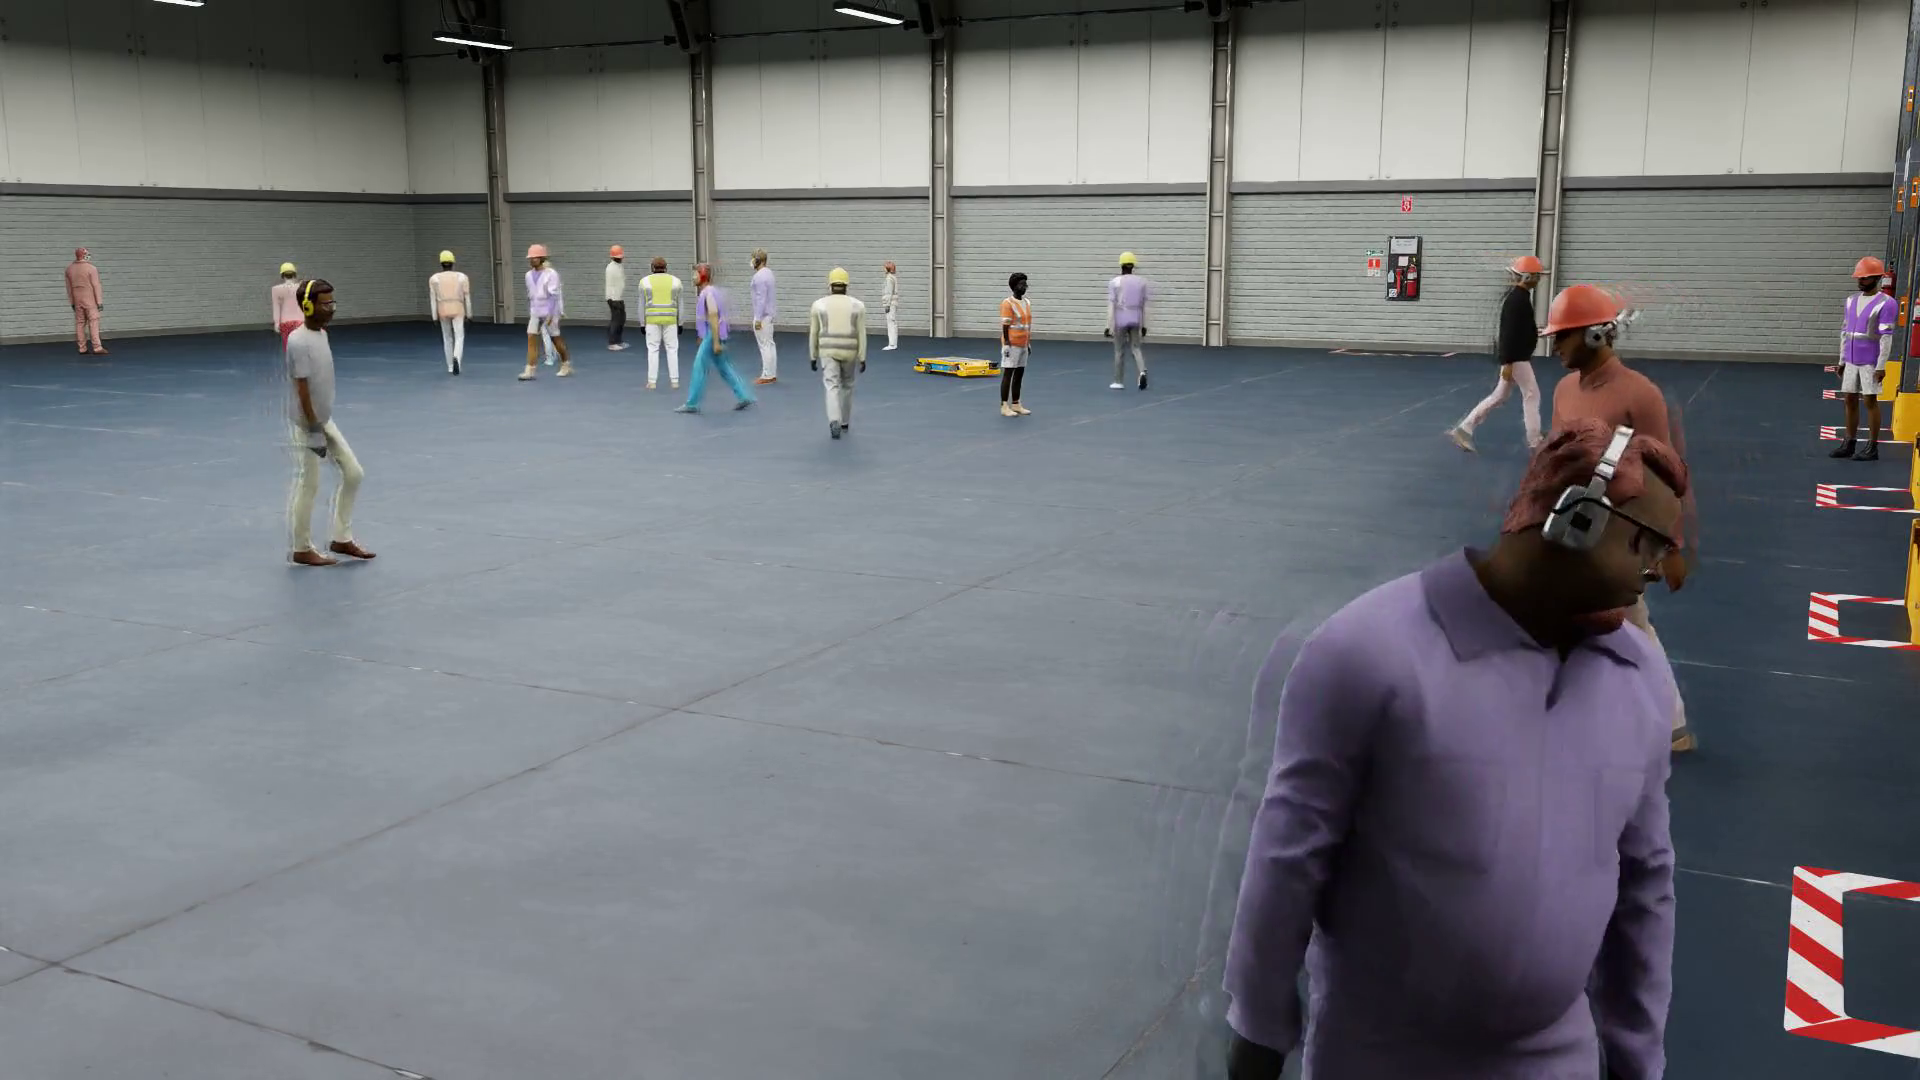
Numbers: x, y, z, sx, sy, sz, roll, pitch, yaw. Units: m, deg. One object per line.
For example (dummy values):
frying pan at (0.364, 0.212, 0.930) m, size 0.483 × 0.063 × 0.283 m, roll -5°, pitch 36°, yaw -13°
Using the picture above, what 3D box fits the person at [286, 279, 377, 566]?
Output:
person at (-4.046, -0.737, 10.659) m, size 0.647 × 1.845 × 0.570 m, roll 0°, pitch 10°, yaw 1°

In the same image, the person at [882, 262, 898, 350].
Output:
person at (-1.299, -4.362, 31.015) m, size 0.306 × 1.639 × 0.523 m, roll 1°, pitch 10°, yaw 6°

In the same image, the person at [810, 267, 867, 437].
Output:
person at (-1.295, -1.998, 17.698) m, size 0.598 × 1.796 × 0.889 m, roll -1°, pitch 10°, yaw -6°

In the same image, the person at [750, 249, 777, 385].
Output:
person at (-2.806, -3.173, 23.715) m, size 0.355 × 1.936 × 0.635 m, roll 1°, pitch 10°, yaw 6°

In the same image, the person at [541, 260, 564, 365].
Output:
person at (-6.855, -3.773, 27.556) m, size 0.508 × 1.720 × 0.663 m, roll -7°, pitch 12°, yaw -32°

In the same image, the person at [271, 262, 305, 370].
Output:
person at (-9.892, -3.247, 24.670) m, size 0.538 × 1.735 × 0.855 m, roll -6°, pitch 12°, yaw -29°

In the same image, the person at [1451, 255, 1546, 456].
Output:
person at (5.324, -1.784, 16.130) m, size 1.006 × 1.954 × 0.616 m, roll 4°, pitch 11°, yaw 19°

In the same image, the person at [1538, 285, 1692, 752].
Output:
person at (2.548, -0.031, 6.578) m, size 1.043 × 1.927 × 0.649 m, roll -2°, pitch 11°, yaw -8°

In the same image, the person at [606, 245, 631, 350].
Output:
person at (-6.371, -4.506, 30.967) m, size 0.461 × 1.943 × 0.706 m, roll 2°, pitch 11°, yaw 9°

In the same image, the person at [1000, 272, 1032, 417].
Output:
person at (0.669, -2.301, 19.619) m, size 0.319 × 1.695 × 0.538 m, roll 7°, pitch 13°, yaw 35°

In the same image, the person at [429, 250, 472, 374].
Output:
person at (-7.818, -3.486, 25.520) m, size 0.595 × 1.907 × 0.791 m, roll -2°, pitch 11°, yaw -12°

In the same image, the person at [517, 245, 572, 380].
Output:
person at (-6.195, -3.387, 24.743) m, size 0.608 × 2.000 × 1.044 m, roll 4°, pitch 11°, yaw 22°

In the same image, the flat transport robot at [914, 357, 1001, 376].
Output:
flat transport robot at (-0.049, -2.672, 25.535) m, size 0.652 × 0.197 × 1.431 m, roll -7°, pitch 13°, yaw -34°

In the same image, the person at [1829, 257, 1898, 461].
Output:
person at (8.563, -1.711, 15.788) m, size 0.386 × 1.930 × 0.540 m, roll -3°, pitch 11°, yaw -16°

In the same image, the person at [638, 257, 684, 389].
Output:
person at (-4.162, -3.023, 23.188) m, size 0.627 × 1.835 × 0.428 m, roll -3°, pitch 11°, yaw -17°

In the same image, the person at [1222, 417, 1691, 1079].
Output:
person at (0.733, 0.751, 2.519) m, size 0.753 × 1.874 × 0.396 m, roll -3°, pitch 11°, yaw -14°

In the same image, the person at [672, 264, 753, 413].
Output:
person at (-2.974, -2.433, 20.075) m, size 0.964 × 1.802 × 0.581 m, roll -2°, pitch 11°, yaw -11°

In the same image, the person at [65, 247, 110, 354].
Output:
person at (-15.650, -4.278, 29.821) m, size 0.636 × 1.911 × 0.404 m, roll 2°, pitch 11°, yaw 11°

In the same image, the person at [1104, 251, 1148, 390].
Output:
person at (2.305, -3.023, 22.976) m, size 0.627 × 1.921 × 0.598 m, roll -4°, pitch 11°, yaw -20°
